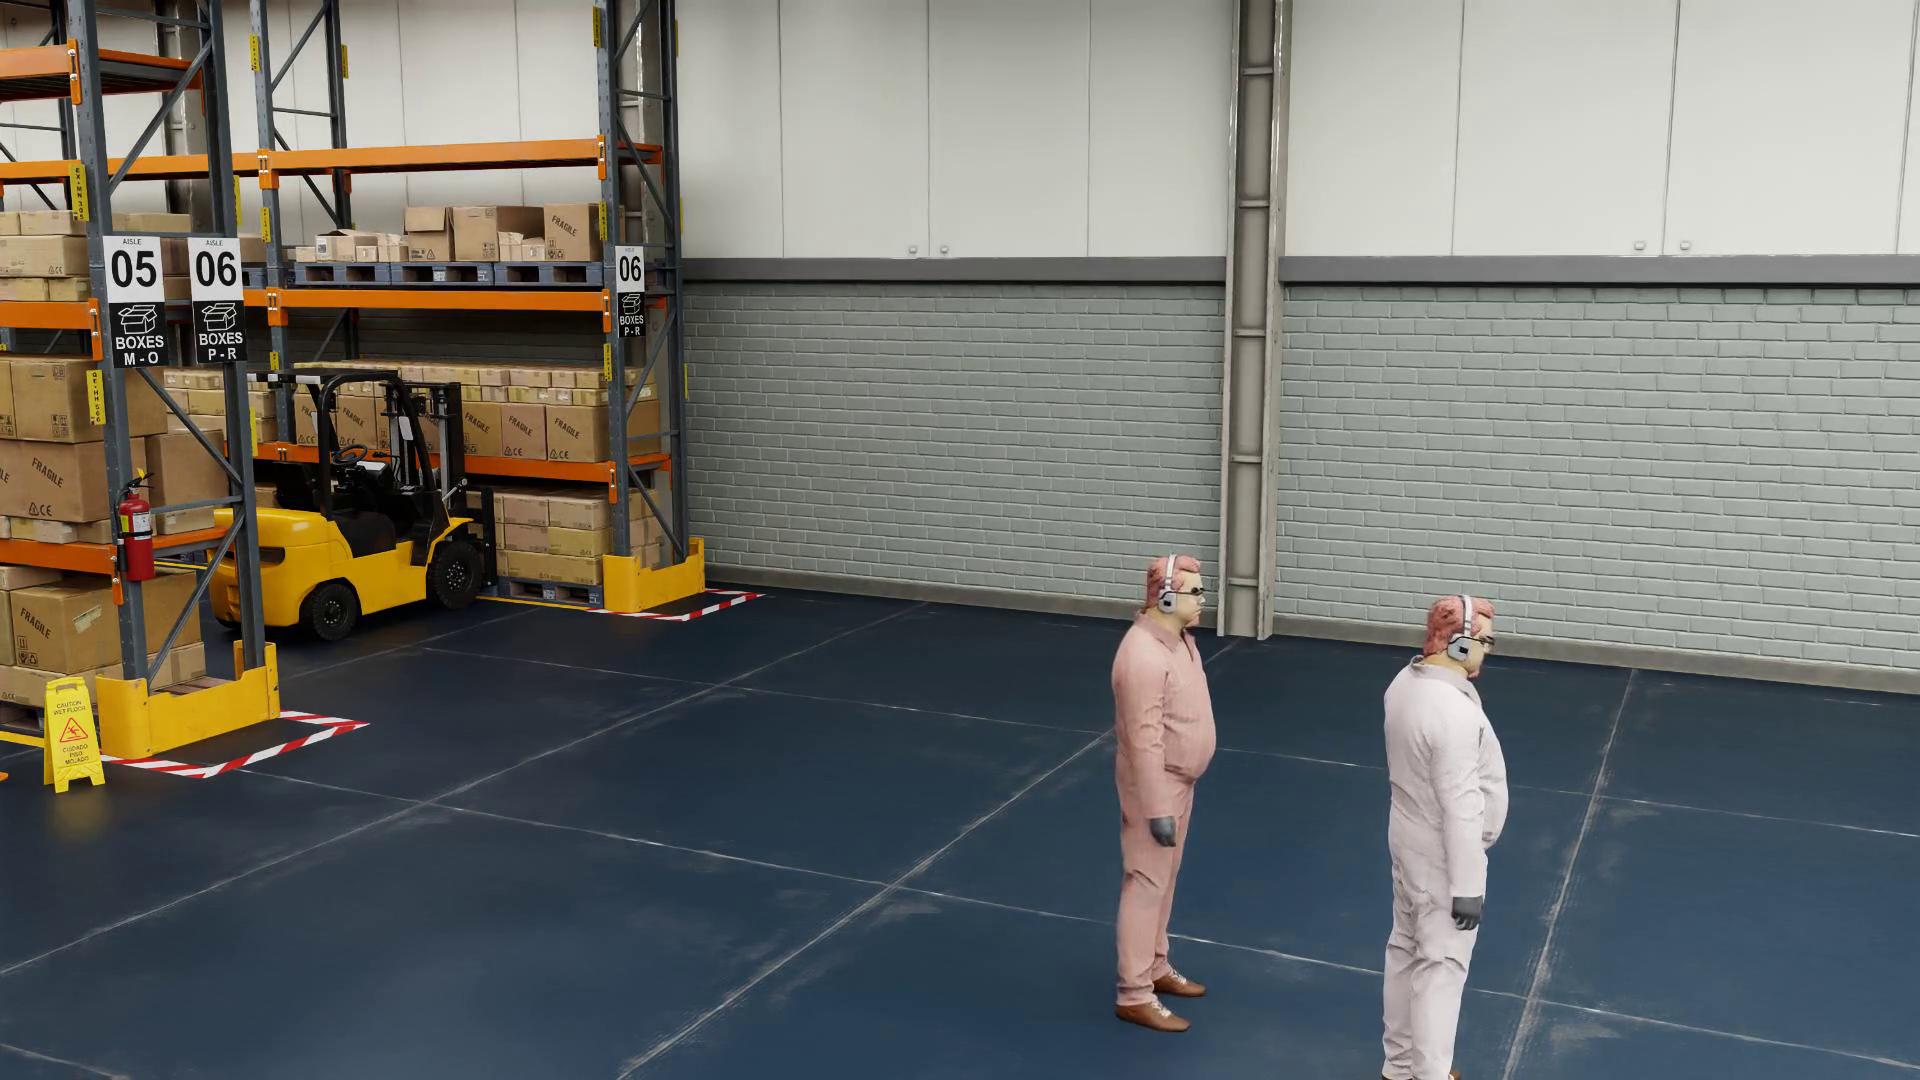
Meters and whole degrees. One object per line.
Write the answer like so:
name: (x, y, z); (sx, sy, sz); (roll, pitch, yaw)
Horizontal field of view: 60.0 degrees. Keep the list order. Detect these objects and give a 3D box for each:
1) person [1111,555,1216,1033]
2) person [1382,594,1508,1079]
person: (0.831, 1.001, 6.728); (0.401, 1.905, 0.646); (3, 10, 20)
person: (1.727, 1.131, 5.917); (0.409, 1.903, 0.639); (-1, 9, -4)
